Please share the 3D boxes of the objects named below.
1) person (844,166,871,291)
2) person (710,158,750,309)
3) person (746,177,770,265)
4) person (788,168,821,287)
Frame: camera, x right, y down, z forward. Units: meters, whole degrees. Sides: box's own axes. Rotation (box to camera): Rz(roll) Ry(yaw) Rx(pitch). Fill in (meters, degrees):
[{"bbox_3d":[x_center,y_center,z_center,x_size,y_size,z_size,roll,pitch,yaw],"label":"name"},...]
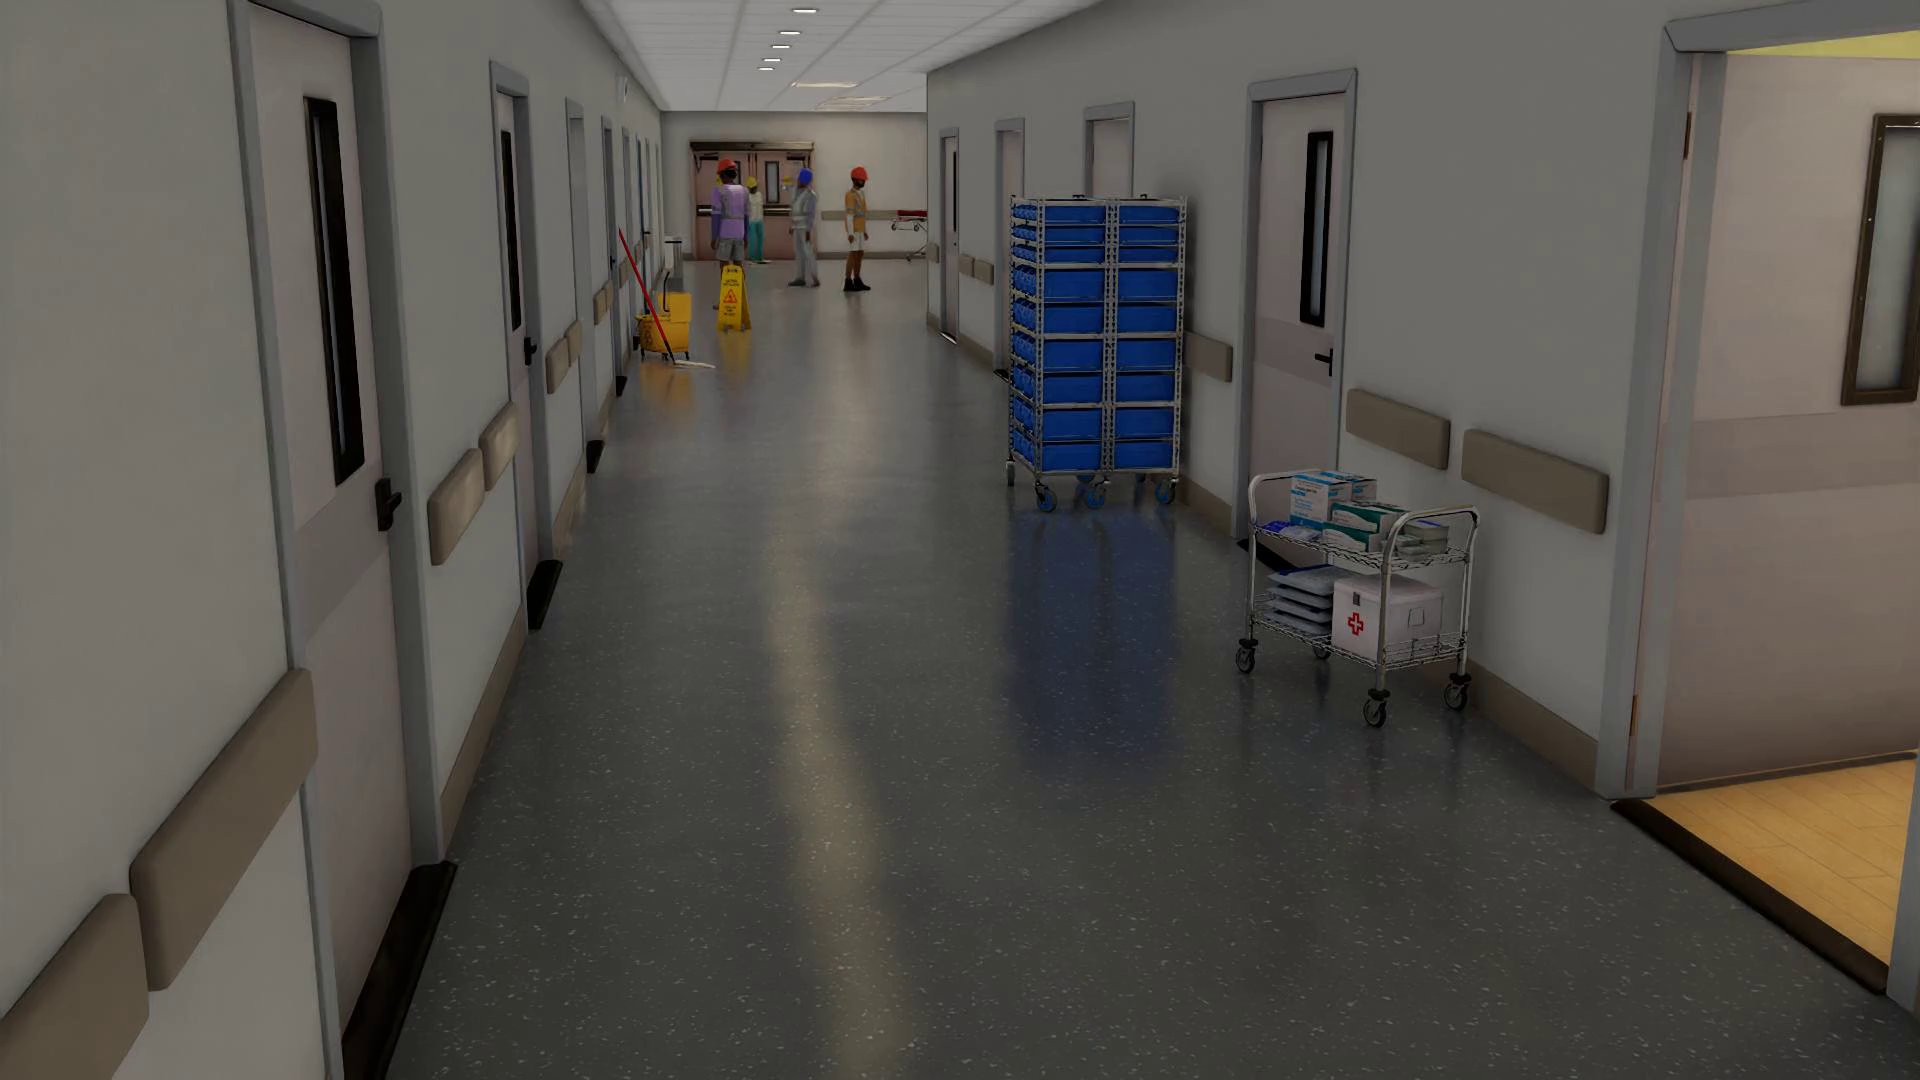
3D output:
[{"bbox_3d":[-1.591,-4.829,25.864,0.408,1.924,0.543,4,13,16],"label":"person"},{"bbox_3d":[-3.134,-4.149,22.613,0.611,2.031,0.408,-12,18,-43],"label":"person"},{"bbox_3d":[-4.008,-6.244,32.588,0.396,1.719,0.637,10,16,37],"label":"person"},{"bbox_3d":[-2.543,-5.026,26.827,0.384,1.895,0.692,-10,16,-37],"label":"person"}]
